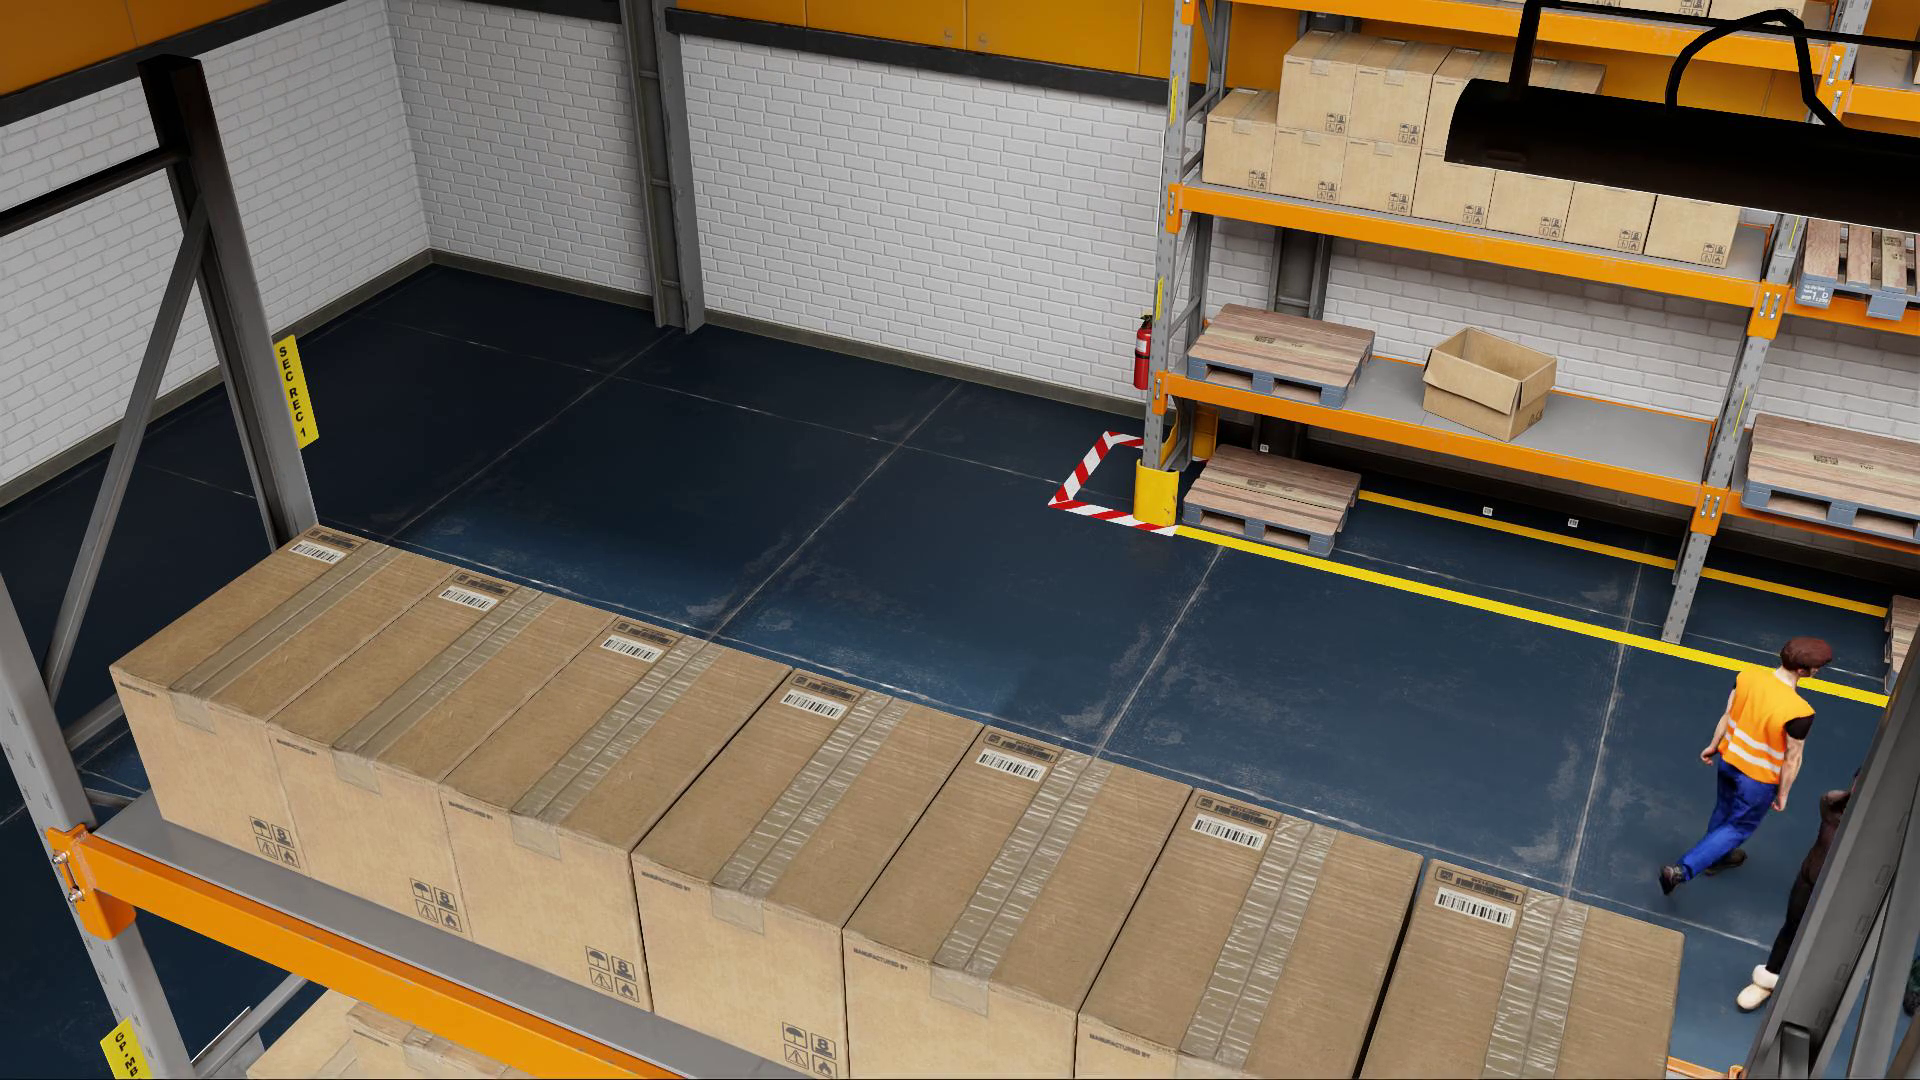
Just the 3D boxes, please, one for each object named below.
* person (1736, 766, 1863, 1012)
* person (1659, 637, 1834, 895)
[{"bbox_3d":[4.529,1.881,8.769,0.800,1.660,0.816,6,34,9],"label":"person"},{"bbox_3d":[4.425,1.330,9.419,1.155,1.859,1.119,-16,37,-23],"label":"person"}]
